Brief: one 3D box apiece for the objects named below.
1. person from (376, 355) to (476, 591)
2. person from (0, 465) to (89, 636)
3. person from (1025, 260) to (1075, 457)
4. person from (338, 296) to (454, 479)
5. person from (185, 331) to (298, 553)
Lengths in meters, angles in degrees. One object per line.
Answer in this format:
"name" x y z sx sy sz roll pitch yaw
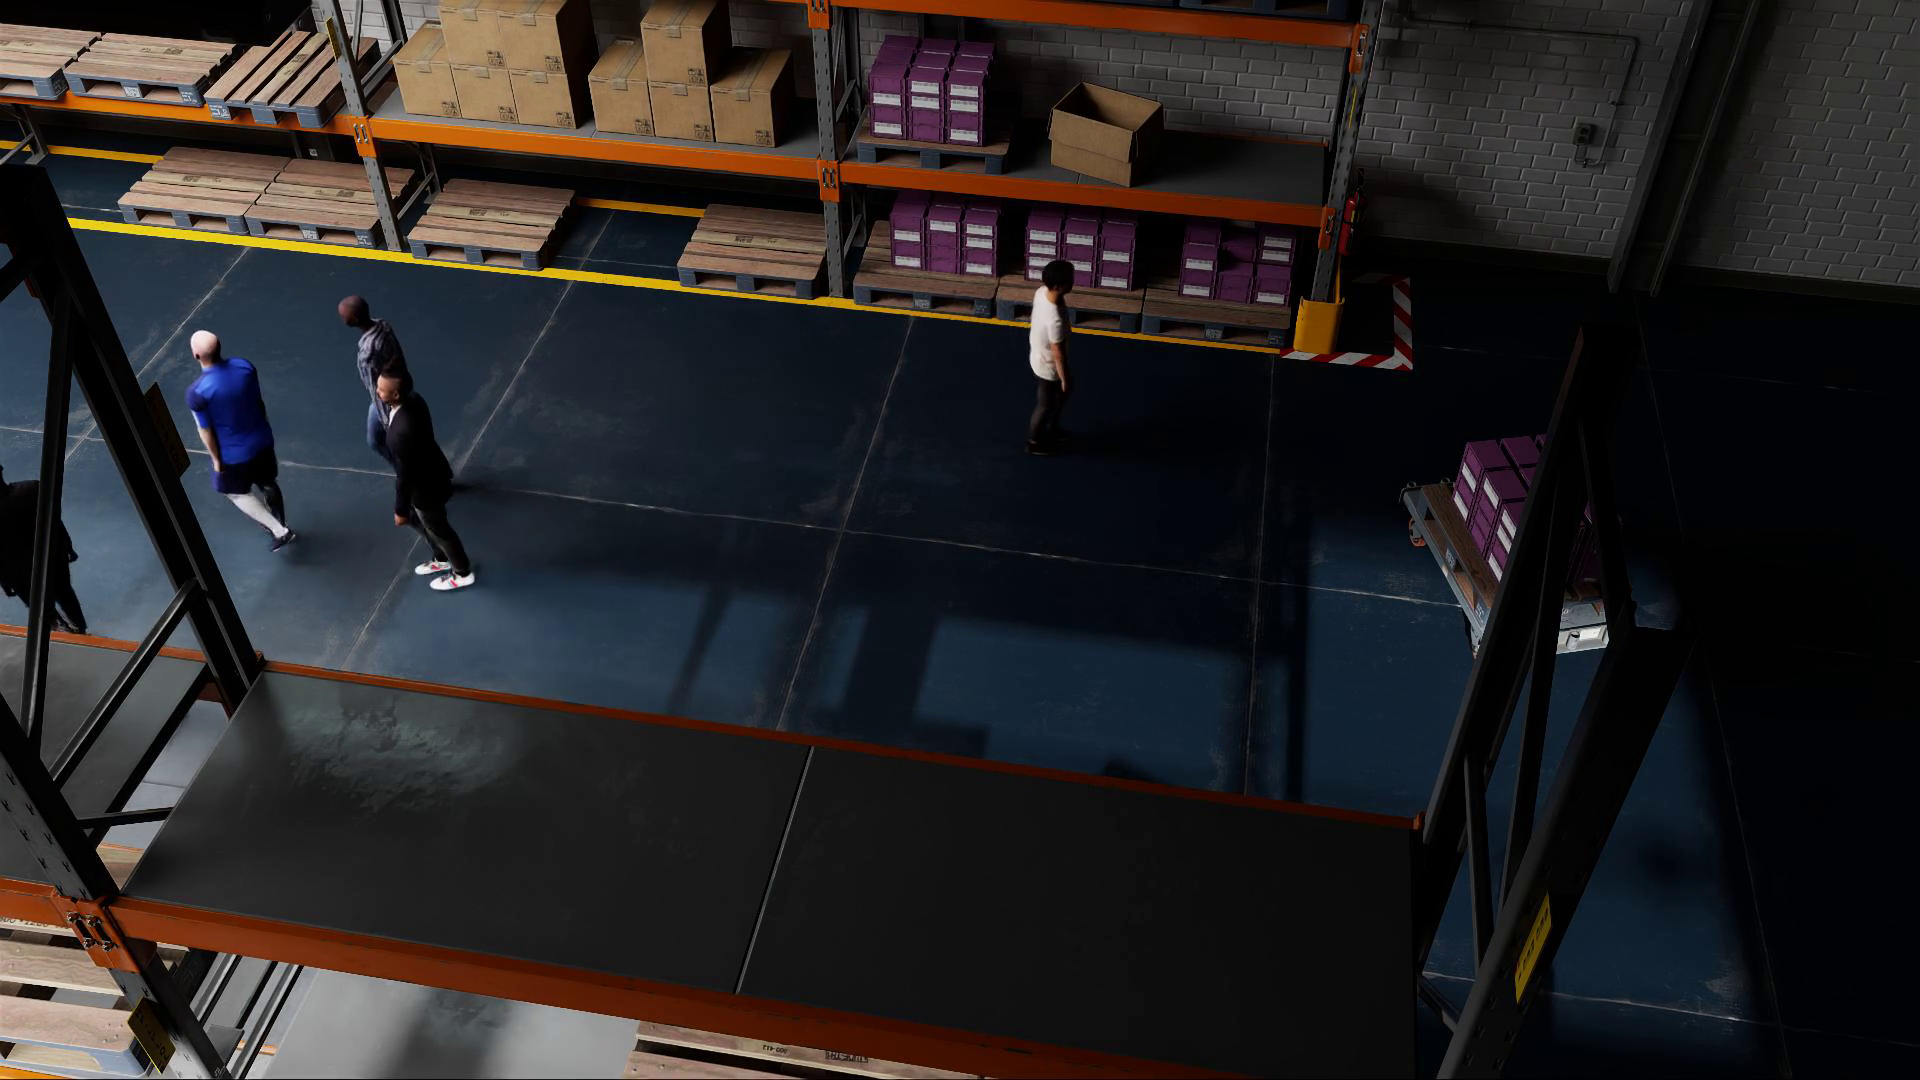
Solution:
"person" -3.477 -0.411 11.025 0.825 1.942 0.825 -12 45 -12
"person" -5.812 0.192 10.531 1.078 1.751 0.926 29 51 27
"person" 0.583 -1.315 12.143 0.687 1.709 0.709 -3 44 -3
"person" -3.913 -0.970 11.737 0.777 1.770 0.794 0 44 0
"person" -4.846 -0.622 11.331 0.899 1.827 0.829 23 48 23
